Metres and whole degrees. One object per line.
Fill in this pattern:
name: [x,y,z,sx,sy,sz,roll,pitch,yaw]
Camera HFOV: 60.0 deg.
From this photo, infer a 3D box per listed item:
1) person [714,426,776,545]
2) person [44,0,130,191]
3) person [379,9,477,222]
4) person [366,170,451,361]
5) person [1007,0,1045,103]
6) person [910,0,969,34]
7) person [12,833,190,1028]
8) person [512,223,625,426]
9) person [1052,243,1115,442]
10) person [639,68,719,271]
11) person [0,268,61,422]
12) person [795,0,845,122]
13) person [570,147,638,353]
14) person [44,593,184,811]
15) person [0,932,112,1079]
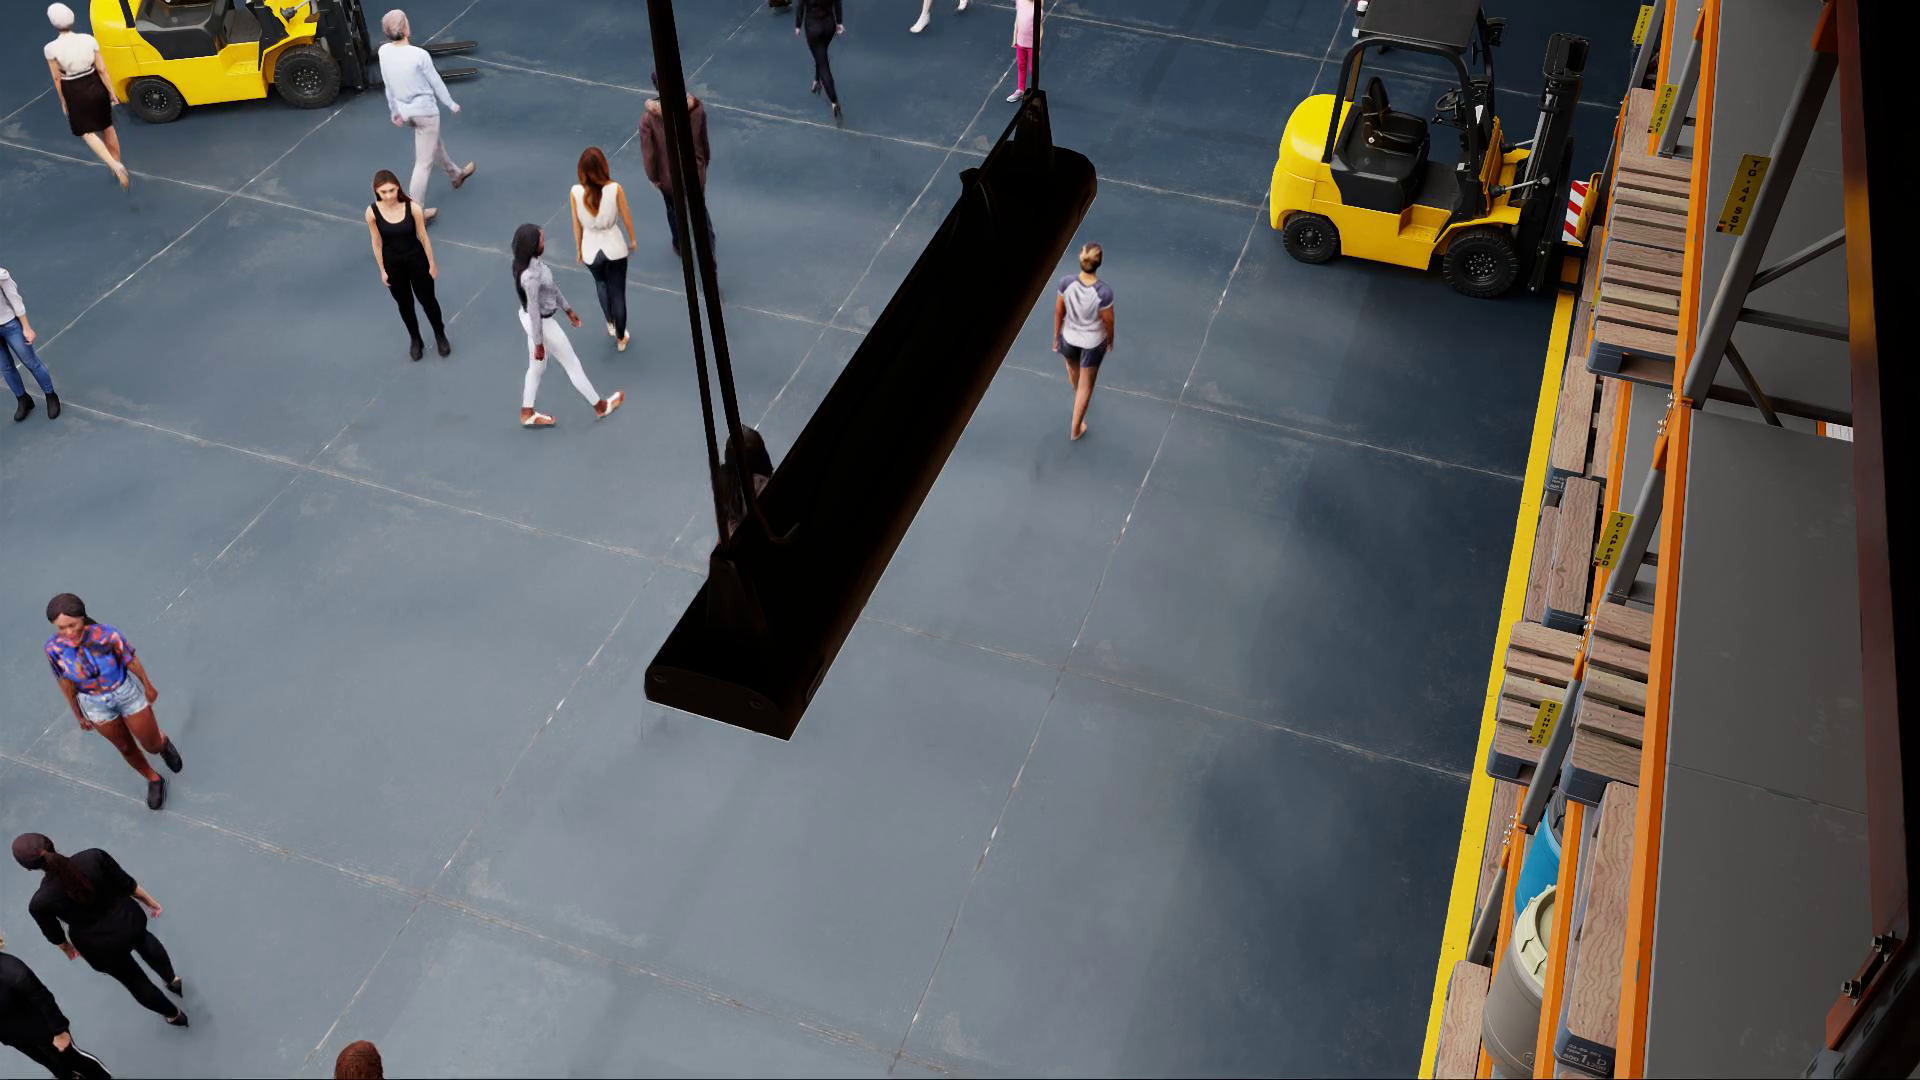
person: [-1.348,0.104,10.584,0.843,1.787,1.198,25,49,24]
person: [-7.739,-3.889,14.811,0.929,1.736,0.908,-33,52,-30]
person: [-4.741,-3.629,14.462,0.747,1.843,1.270,19,47,19]
person: [-4.333,-2.156,13.029,0.669,1.686,0.692,-8,44,-9]
person: [0.665,-4.847,16.157,0.560,1.267,0.606,31,52,28]
person: [-0.164,-6.204,17.204,1.198,1.788,1.006,-28,50,-26]
person: [-4.346,2.095,8.608,0.794,1.630,0.674,30,51,28]
person: [-3.200,-1.555,12.406,1.072,1.676,1.073,-9,44,-9]
person: [0.883,-1.429,12.337,0.606,1.589,0.923,17,46,17]
person: [-2.300,-3.055,13.870,1.080,1.828,1.144,-18,46,-18]
person: [-7.190,-1.591,12.476,0.680,1.631,0.666,-4,44,-5]
person: [-1.297,-4.804,15.818,1.041,1.673,1.071,-20,47,-19]
person: [-2.786,-2.210,13.022,0.717,1.774,0.737,-3,44,-3]
person: [-4.977,0.892,9.797,0.764,1.731,0.824,-11,45,-11]
person: [-4.602,2.394,8.239,0.639,1.705,0.550,9,44,10]
